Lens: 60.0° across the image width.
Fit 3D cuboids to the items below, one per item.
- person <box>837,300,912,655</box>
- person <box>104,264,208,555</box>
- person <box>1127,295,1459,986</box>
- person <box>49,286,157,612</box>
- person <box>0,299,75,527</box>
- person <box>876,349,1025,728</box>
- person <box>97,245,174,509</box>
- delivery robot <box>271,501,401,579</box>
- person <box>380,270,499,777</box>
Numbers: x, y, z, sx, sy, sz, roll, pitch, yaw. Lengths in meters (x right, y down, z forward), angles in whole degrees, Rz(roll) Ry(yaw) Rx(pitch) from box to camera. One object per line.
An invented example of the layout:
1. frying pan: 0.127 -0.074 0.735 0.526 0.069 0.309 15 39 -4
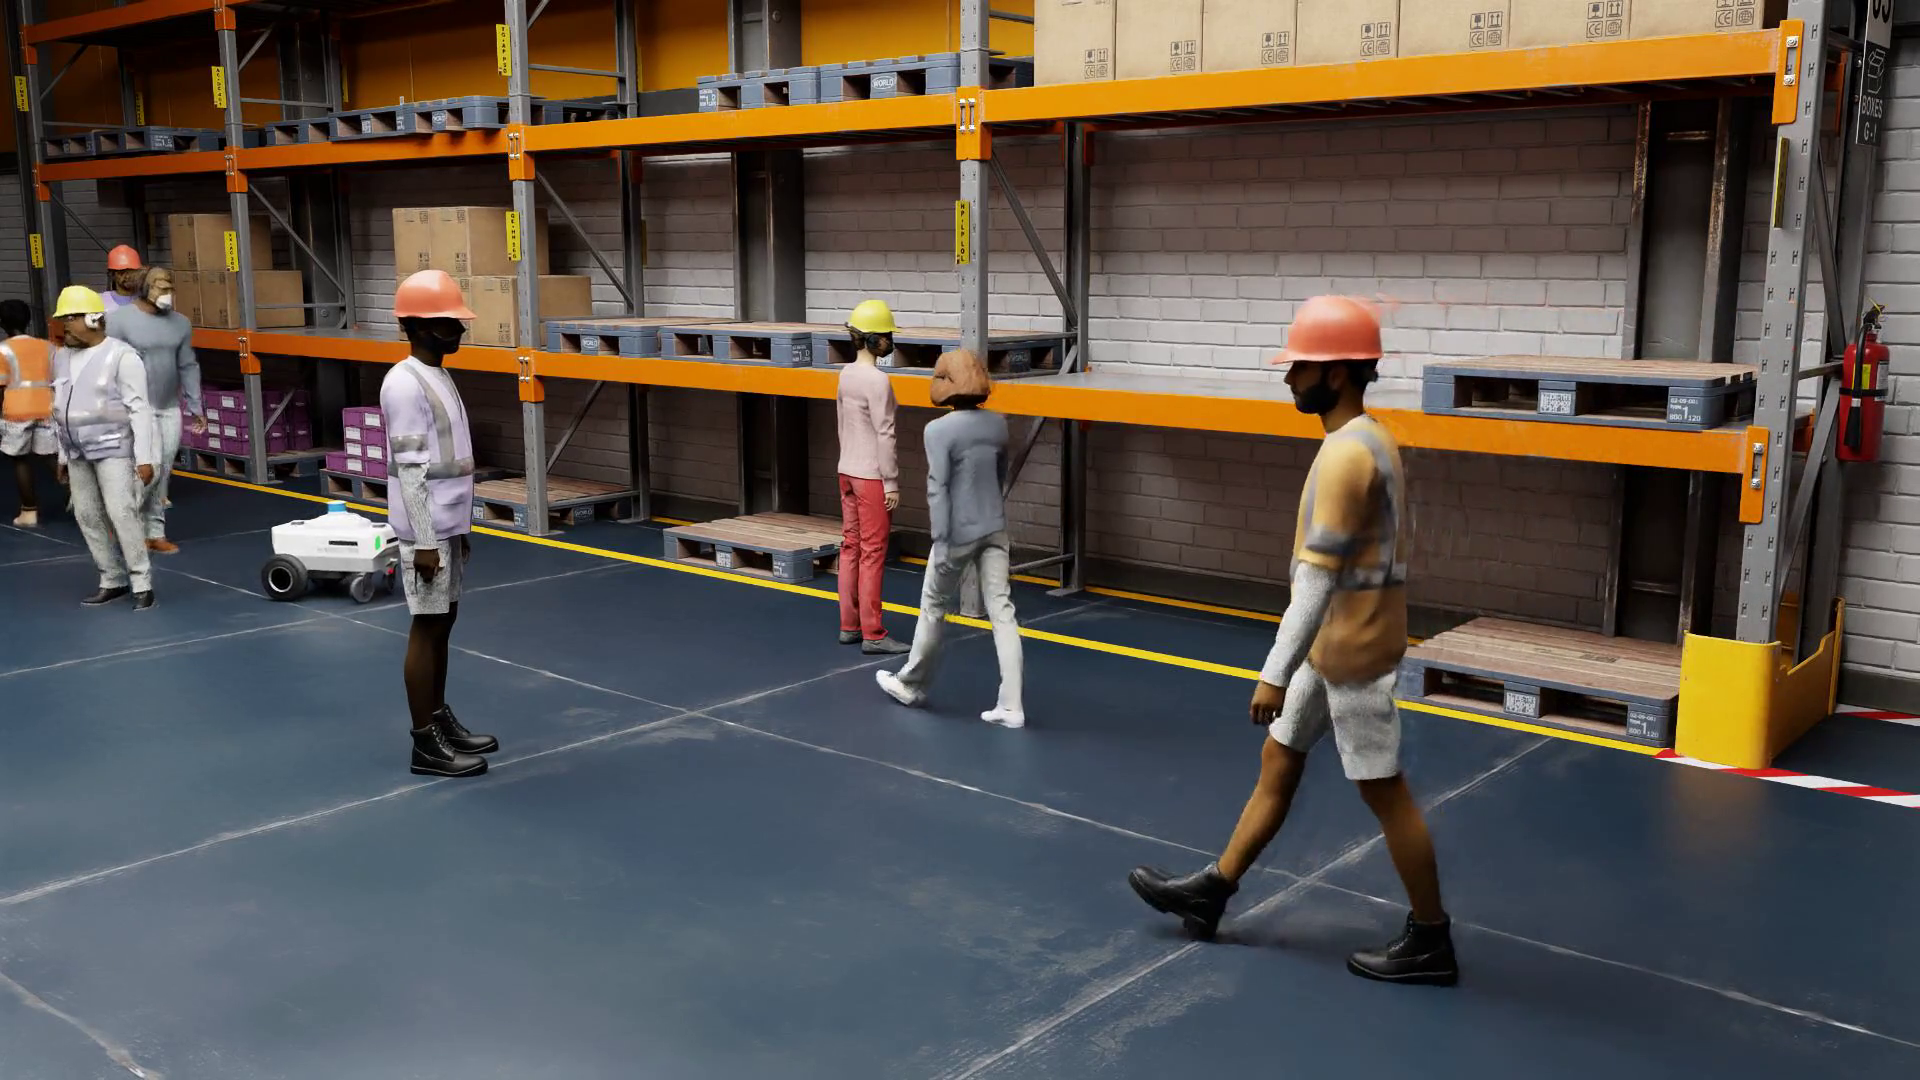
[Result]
1. person: -0.442 -0.311 8.336 0.314 1.768 0.526 -5 11 -28
2. person: -5.289 -0.844 10.919 0.432 1.916 0.640 5 11 24
3. person: 0.946 0.285 4.585 0.998 1.884 0.565 2 10 13
4. person: -4.789 -0.496 9.305 0.661 1.808 0.404 4 11 19
5. person: -6.648 -0.902 11.995 0.570 1.669 0.539 5 11 28
6. person: -0.010 -0.017 7.152 0.520 1.590 0.841 -8 13 -40
7. person: -6.346 -1.230 12.774 0.605 2.045 0.381 -8 13 -38
8. delivery robot: -3.602 0.015 9.657 0.707 0.478 0.477 2 10 10
9. person: -2.011 -0.062 6.430 0.357 1.938 0.542 -1 10 -5
